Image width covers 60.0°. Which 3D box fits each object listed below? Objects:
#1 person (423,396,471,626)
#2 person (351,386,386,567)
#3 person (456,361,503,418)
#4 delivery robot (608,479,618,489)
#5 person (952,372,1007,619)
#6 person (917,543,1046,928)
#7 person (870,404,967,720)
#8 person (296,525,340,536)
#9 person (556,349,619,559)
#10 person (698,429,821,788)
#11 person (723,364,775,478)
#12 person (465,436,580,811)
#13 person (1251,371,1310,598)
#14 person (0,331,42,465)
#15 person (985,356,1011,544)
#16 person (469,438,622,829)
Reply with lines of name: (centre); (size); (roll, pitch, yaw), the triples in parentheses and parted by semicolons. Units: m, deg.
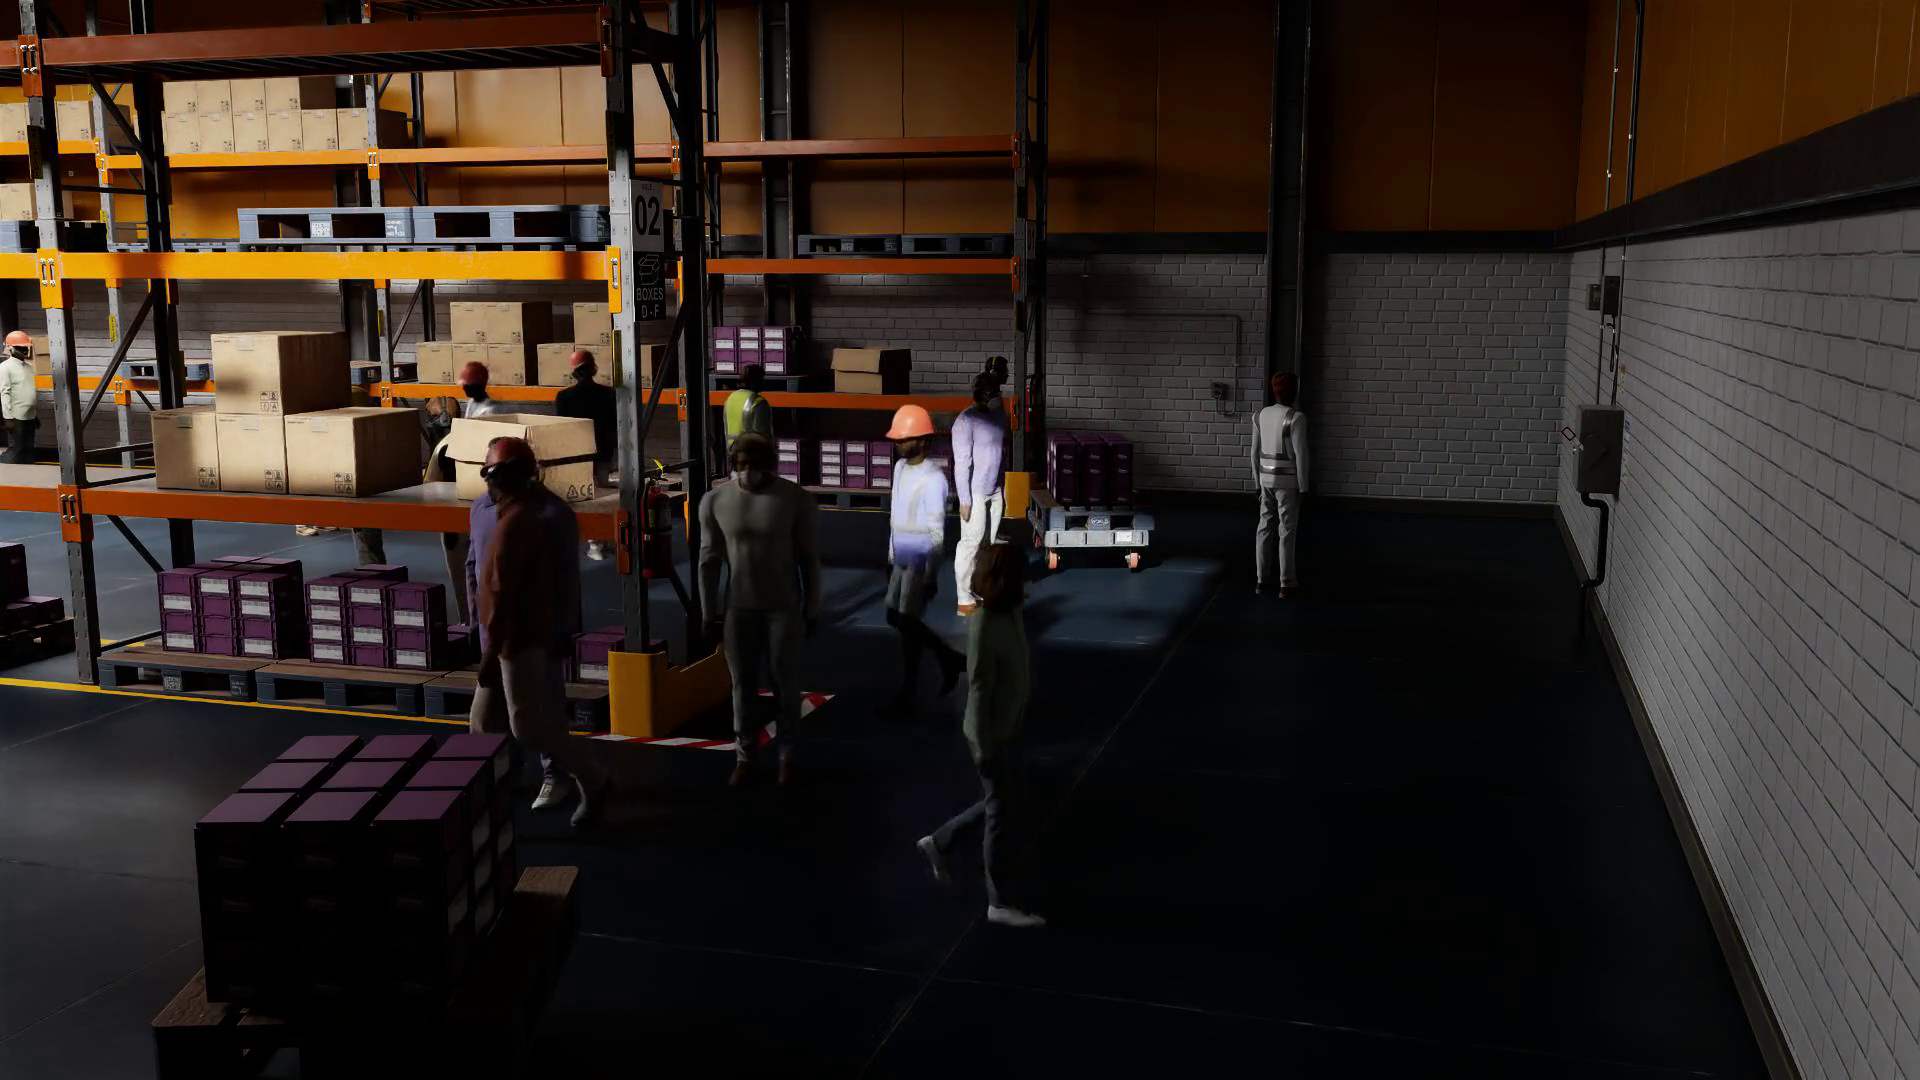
person: (-3.641, -0.123, 11.961); (0.430, 1.835, 0.621); (-3, 10, -15)
person: (-4.610, -0.267, 12.824); (0.404, 1.830, 0.602); (-2, 10, -11)
person: (-4.295, -0.650, 14.910); (0.444, 1.911, 0.577); (-8, 12, -39)
delivery robot: (-4.113, -0.566, 18.245); (0.707, 0.478, 0.477); (4, 10, 23)
person: (0.163, -0.352, 13.046); (0.356, 1.933, 0.628); (6, 11, 30)
person: (0.090, 0.803, 6.938); (0.531, 1.623, 0.502); (3, 10, 19)
person: (-0.251, 0.121, 10.185); (0.691, 1.920, 0.594); (-4, 10, -25)
person: (-6.664, -0.971, 17.081); (0.429, 1.847, 0.625); (3, 10, 20)
person: (-3.538, -0.823, 15.812); (0.607, 1.959, 0.819); (-5, 11, -28)
person: (-1.056, 0.364, 8.728); (0.644, 1.920, 0.420); (1, 9, 6)
person: (-1.954, -0.731, 15.623); (0.430, 1.844, 0.624); (-8, 12, -40)
person: (-2.237, 0.420, 8.420); (0.649, 1.904, 0.401); (4, 10, 23)
person: (2.676, -0.460, 13.847); (0.355, 1.883, 0.574); (-7, 12, -38)
person: (-11.111, -1.478, 19.711); (0.394, 1.994, 0.612); (0, 9, 1)
person: (0.352, -0.887, 16.494); (0.313, 1.869, 0.538); (1, 9, 5)
person: (-2.115, 0.480, 7.968); (0.896, 1.928, 0.620); (-4, 10, -21)
